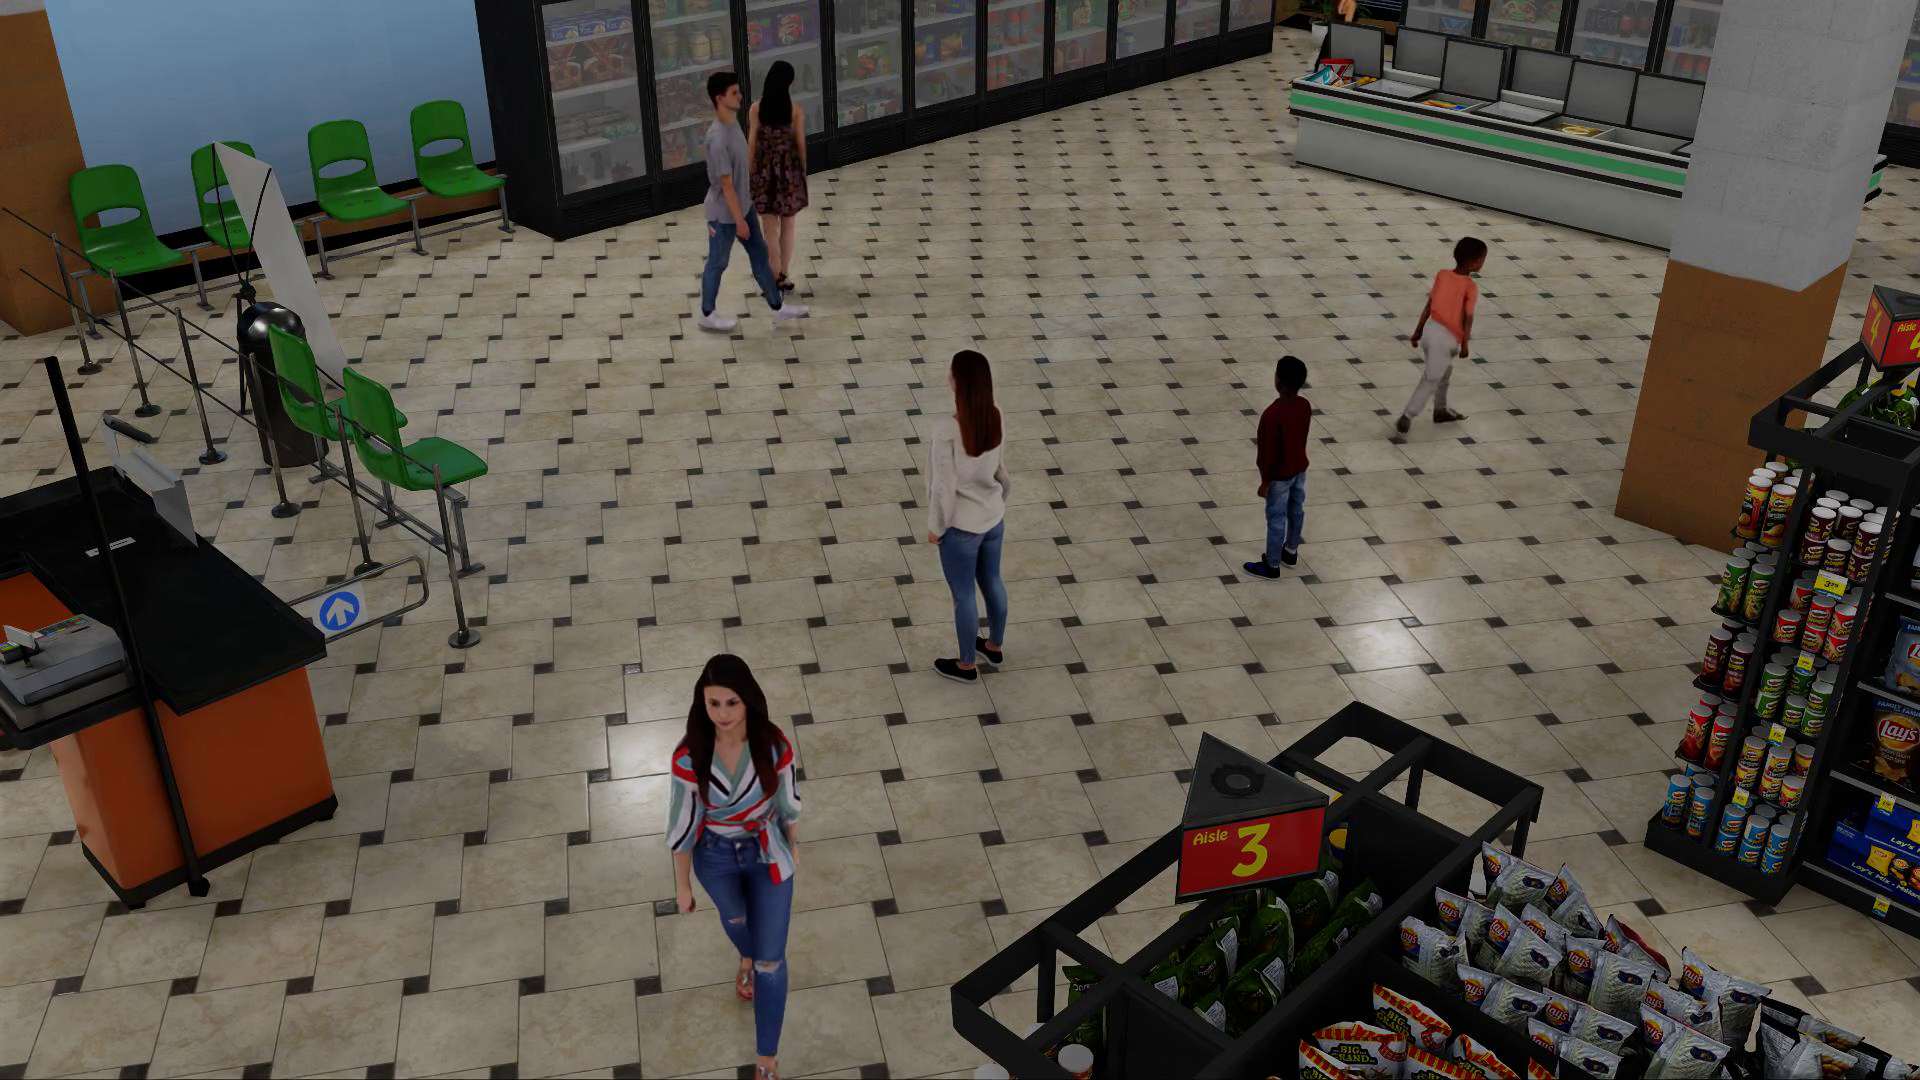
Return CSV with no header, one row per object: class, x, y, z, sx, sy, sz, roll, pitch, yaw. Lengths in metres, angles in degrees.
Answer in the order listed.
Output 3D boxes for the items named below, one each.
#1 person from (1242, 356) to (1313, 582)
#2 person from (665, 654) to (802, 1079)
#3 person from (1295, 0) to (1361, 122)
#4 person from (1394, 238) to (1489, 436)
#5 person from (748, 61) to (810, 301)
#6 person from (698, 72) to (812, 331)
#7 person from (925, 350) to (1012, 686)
person,1.728,-0.384,8.837,0.504,1.253,0.479,-24,37,-37
person,-0.766,1.064,5.856,1.020,1.568,1.111,-2,29,-4
person,3.787,-5.021,16.990,1.063,1.579,1.102,-7,29,-13
person,2.964,-1.250,10.397,0.757,1.278,0.810,-14,32,-24
person,-1.385,-2.694,12.550,0.805,1.750,0.859,-13,31,-23
person,-1.724,-2.371,11.848,1.182,1.856,1.049,5,29,9
person,0.052,-0.102,7.863,0.608,1.692,0.543,-24,37,-37
